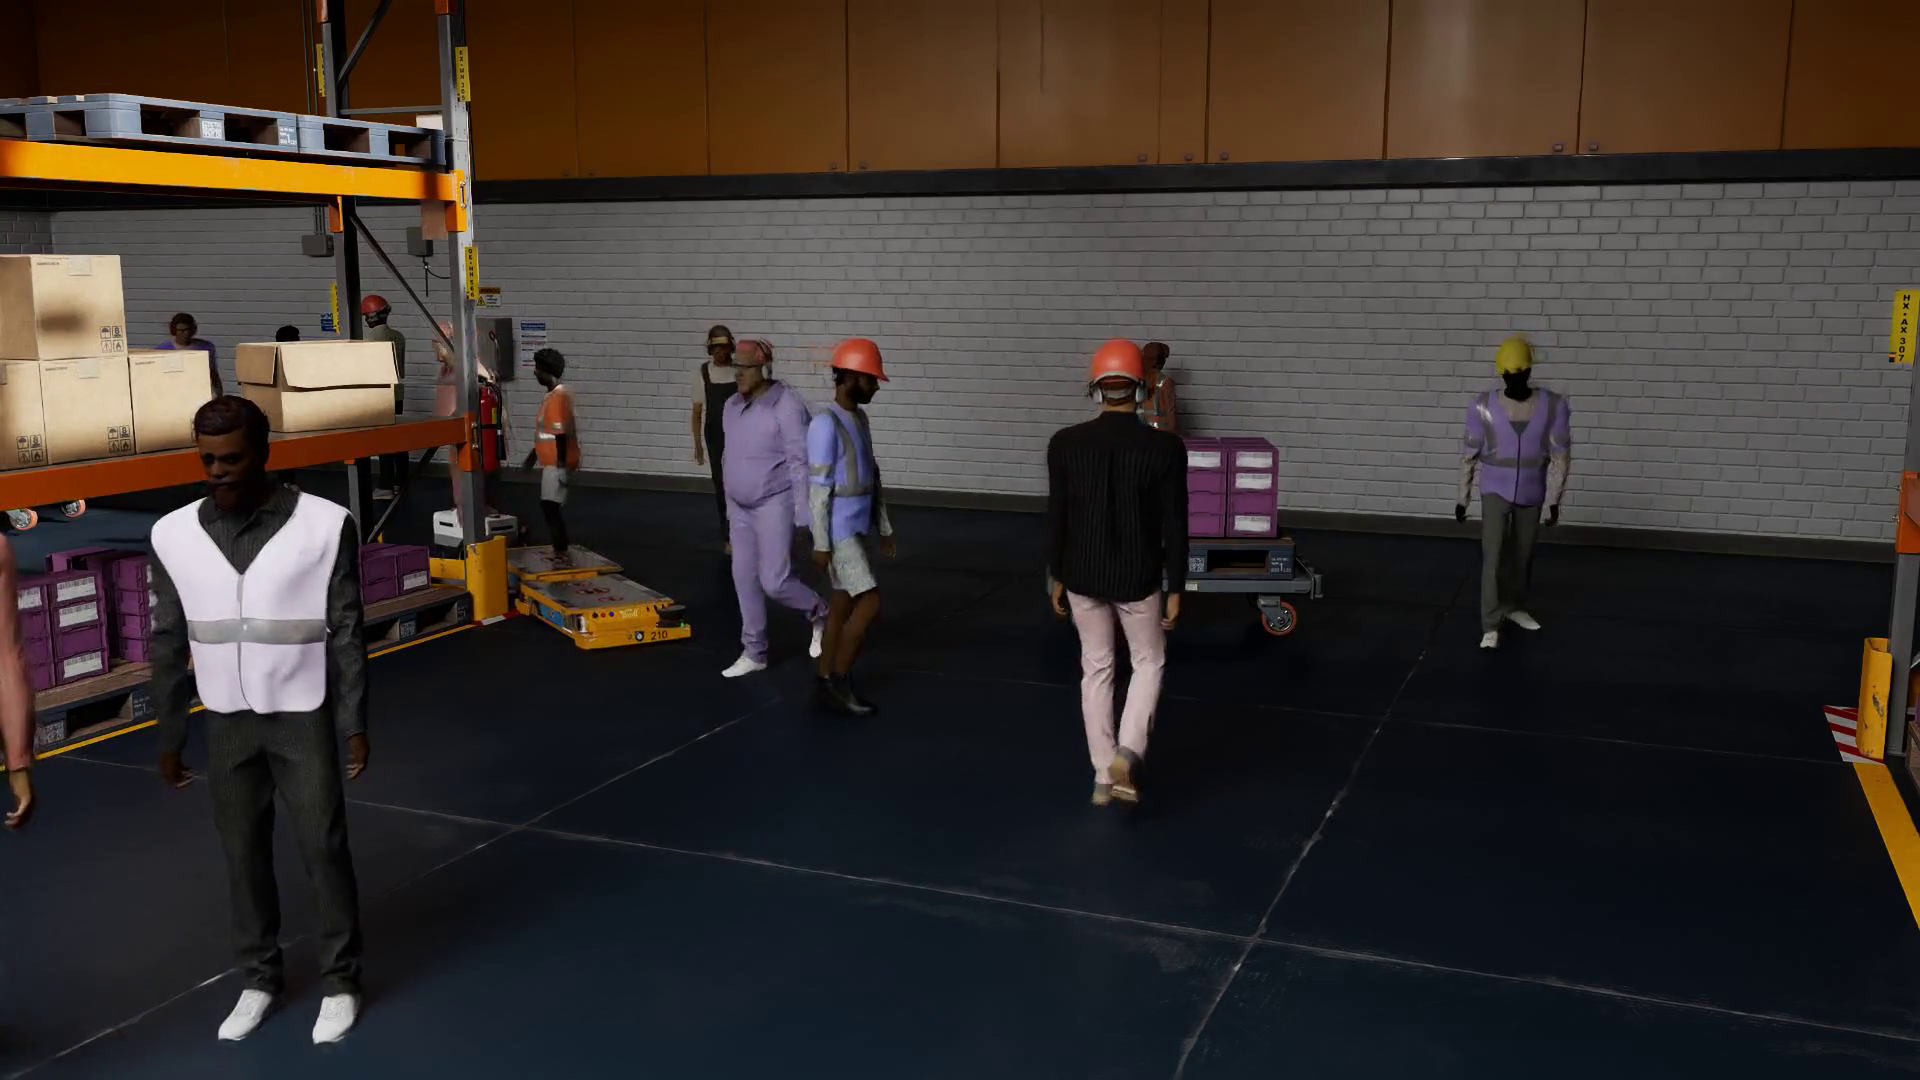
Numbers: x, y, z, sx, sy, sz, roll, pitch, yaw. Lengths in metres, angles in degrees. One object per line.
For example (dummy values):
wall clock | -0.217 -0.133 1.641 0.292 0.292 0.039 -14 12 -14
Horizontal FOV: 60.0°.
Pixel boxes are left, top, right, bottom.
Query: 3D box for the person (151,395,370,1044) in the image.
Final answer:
person | -2.044 0.523 4.895 0.605 1.906 0.419 -1 9 -4

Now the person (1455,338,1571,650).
person | 3.354 -0.307 10.125 0.621 1.855 0.920 2 9 9

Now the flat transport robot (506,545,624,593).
flat transport robot | -2.869 0.215 11.688 0.652 0.197 1.431 -5 11 -29

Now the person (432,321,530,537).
person | -3.565 -0.694 12.364 0.670 1.877 0.663 -7 11 -35

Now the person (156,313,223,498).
person | -7.488 -1.305 16.229 0.612 1.817 0.461 -8 12 -39

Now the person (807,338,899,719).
person | -0.533 -0.051 8.354 0.532 1.907 0.542 2 10 11

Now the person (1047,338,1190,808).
person | 0.641 0.160 6.876 0.617 1.978 0.561 3 10 17

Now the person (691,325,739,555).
person | -1.796 -0.740 12.826 0.525 1.809 0.790 0 9 -3

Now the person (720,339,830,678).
person | -1.010 -0.175 9.203 0.607 1.889 0.640 -9 13 -44

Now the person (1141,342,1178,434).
person | 1.621 -0.836 13.926 0.307 1.639 0.513 -7 12 -36

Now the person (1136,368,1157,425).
person | 1.128 -0.407 11.525 0.884 1.580 0.516 -1 9 -7

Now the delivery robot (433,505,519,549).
delivery robot | -3.621 -0.094 12.422 0.707 0.478 0.477 8 12 40

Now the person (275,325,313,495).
person | -6.472 -1.224 16.095 0.317 1.695 0.540 -1 9 -5

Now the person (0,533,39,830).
person | -2.827 0.578 4.378 0.631 1.954 0.878 -8 13 -42

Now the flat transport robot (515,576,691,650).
flat transport robot | -2.259 0.426 10.413 0.652 0.197 1.431 -6 11 -31

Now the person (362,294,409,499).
person | -5.630 -1.393 16.233 0.384 1.991 0.609 2 10 13

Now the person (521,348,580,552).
person | -2.970 -0.541 12.024 0.444 1.670 0.571 -2 10 -14
